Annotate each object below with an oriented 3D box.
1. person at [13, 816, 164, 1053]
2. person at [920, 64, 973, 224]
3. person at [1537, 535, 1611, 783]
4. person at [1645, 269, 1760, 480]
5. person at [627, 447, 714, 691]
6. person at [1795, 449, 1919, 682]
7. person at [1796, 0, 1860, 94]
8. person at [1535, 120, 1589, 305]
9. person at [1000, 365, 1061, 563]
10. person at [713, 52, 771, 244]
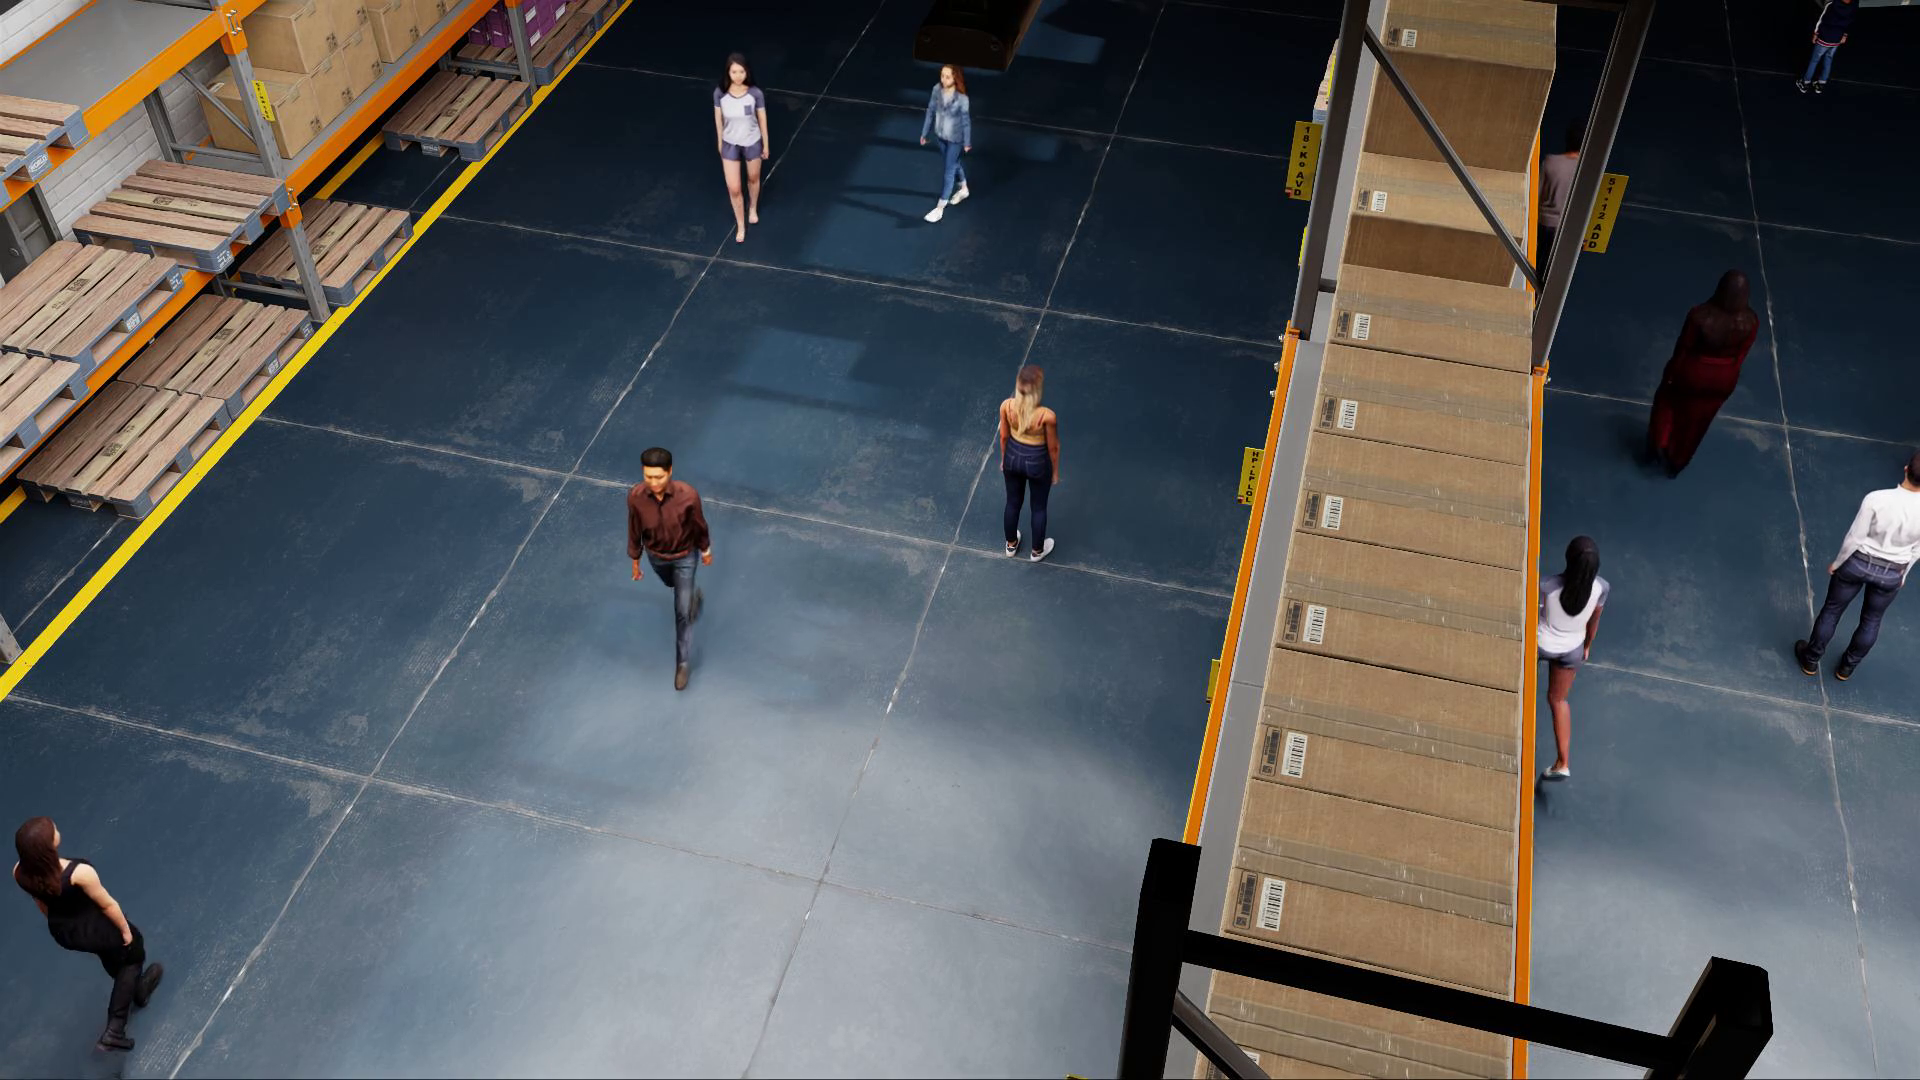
[{"bbox_3d":[-4.574,2.079,8.687,0.693,1.675,0.954,2,44,2],"label":"person"},{"bbox_3d":[-0.039,-3.612,14.825,0.820,1.449,0.999,33,53,30],"label":"person"},{"bbox_3d":[3.620,0.738,10.086,0.843,1.687,1.212,-1,44,-1],"label":"person"},{"bbox_3d":[5.372,-1.130,12.000,0.650,1.751,0.673,11,45,11],"label":"person"},{"bbox_3d":[-1.859,0.036,10.783,0.833,1.741,1.211,2,44,2],"label":"person"},{"bbox_3d":[5.792,0.174,10.546,0.638,1.868,0.620,15,46,16],"label":"person"},{"bbox_3d":[8.623,-5.018,16.465,0.560,1.222,0.558,-1,44,-1],"label":"person"},{"bbox_3d":[4.809,-2.525,13.480,0.739,1.729,1.098,14,45,14],"label":"person"},{"bbox_3d":[0.465,-0.521,11.450,0.597,1.627,0.535,16,46,16],"label":"person"},{"bbox_3d":[-1.898,-3.514,14.548,0.765,1.688,0.912,-3,44,-4],"label":"person"}]
